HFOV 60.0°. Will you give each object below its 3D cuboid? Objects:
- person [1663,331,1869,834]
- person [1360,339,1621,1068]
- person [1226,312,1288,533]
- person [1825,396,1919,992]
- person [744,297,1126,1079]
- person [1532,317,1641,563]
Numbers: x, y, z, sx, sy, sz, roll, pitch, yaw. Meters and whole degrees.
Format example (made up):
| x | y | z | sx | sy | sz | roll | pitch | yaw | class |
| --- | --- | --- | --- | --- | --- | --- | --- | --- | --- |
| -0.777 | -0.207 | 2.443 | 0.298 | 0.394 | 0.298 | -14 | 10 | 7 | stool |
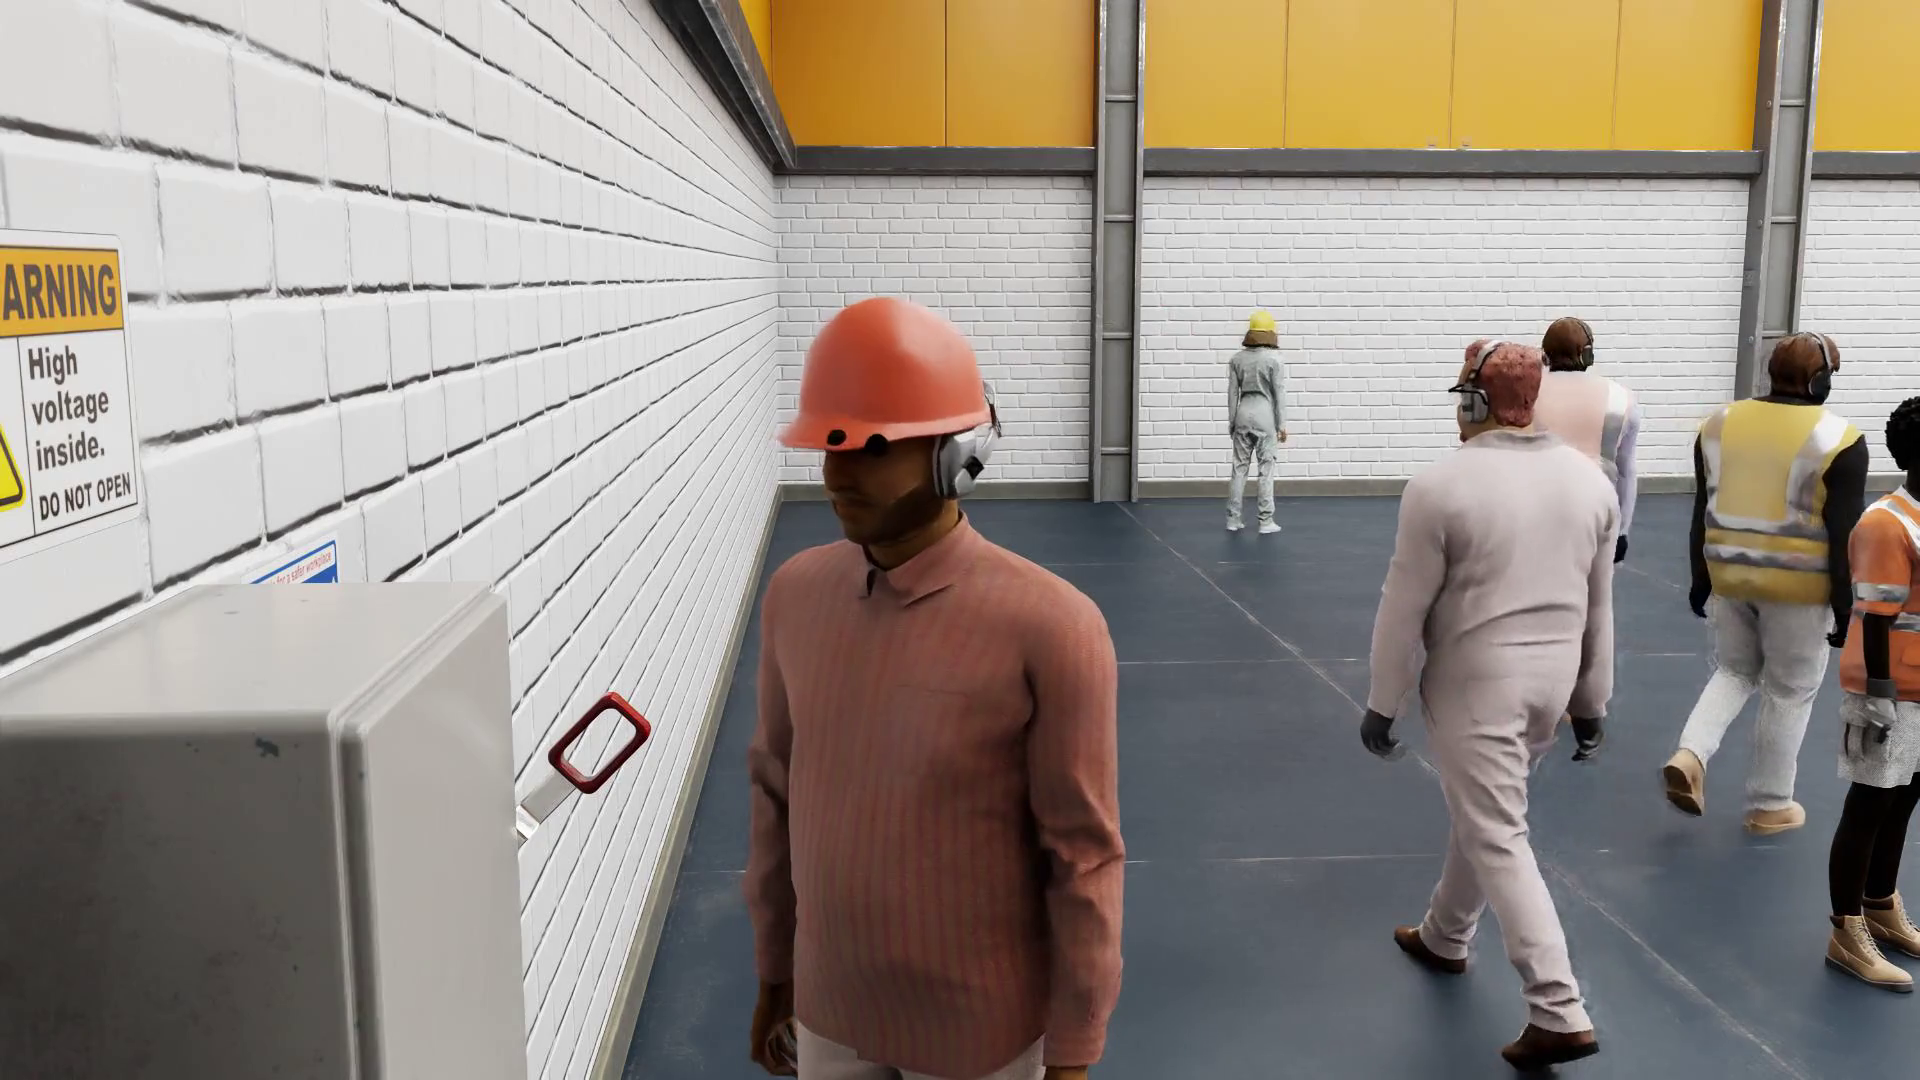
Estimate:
| x | y | z | sx | sy | sz | roll | pitch | yaw | class |
| --- | --- | --- | --- | --- | --- | --- | --- | --- | --- |
| 2.872 | 0.174 | 5.925 | 0.543 | 1.828 | 0.651 | -6 | 11 | -33 | person |
| 1.443 | 0.401 | 4.426 | 0.657 | 1.864 | 0.998 | -4 | 10 | -21 | person |
| 2.340 | -0.915 | 13.104 | 0.515 | 1.734 | 0.368 | 7 | 12 | 39 | person |
| 2.721 | 0.423 | 4.783 | 0.535 | 1.697 | 0.318 | -8 | 12 | -39 | person |
| -0.075 | 0.660 | 2.363 | 0.622 | 1.990 | 0.402 | 7 | 11 | 36 | person |
| 2.652 | -0.059 | 7.365 | 0.629 | 1.841 | 0.429 | 2 | 9 | 10 | person |
